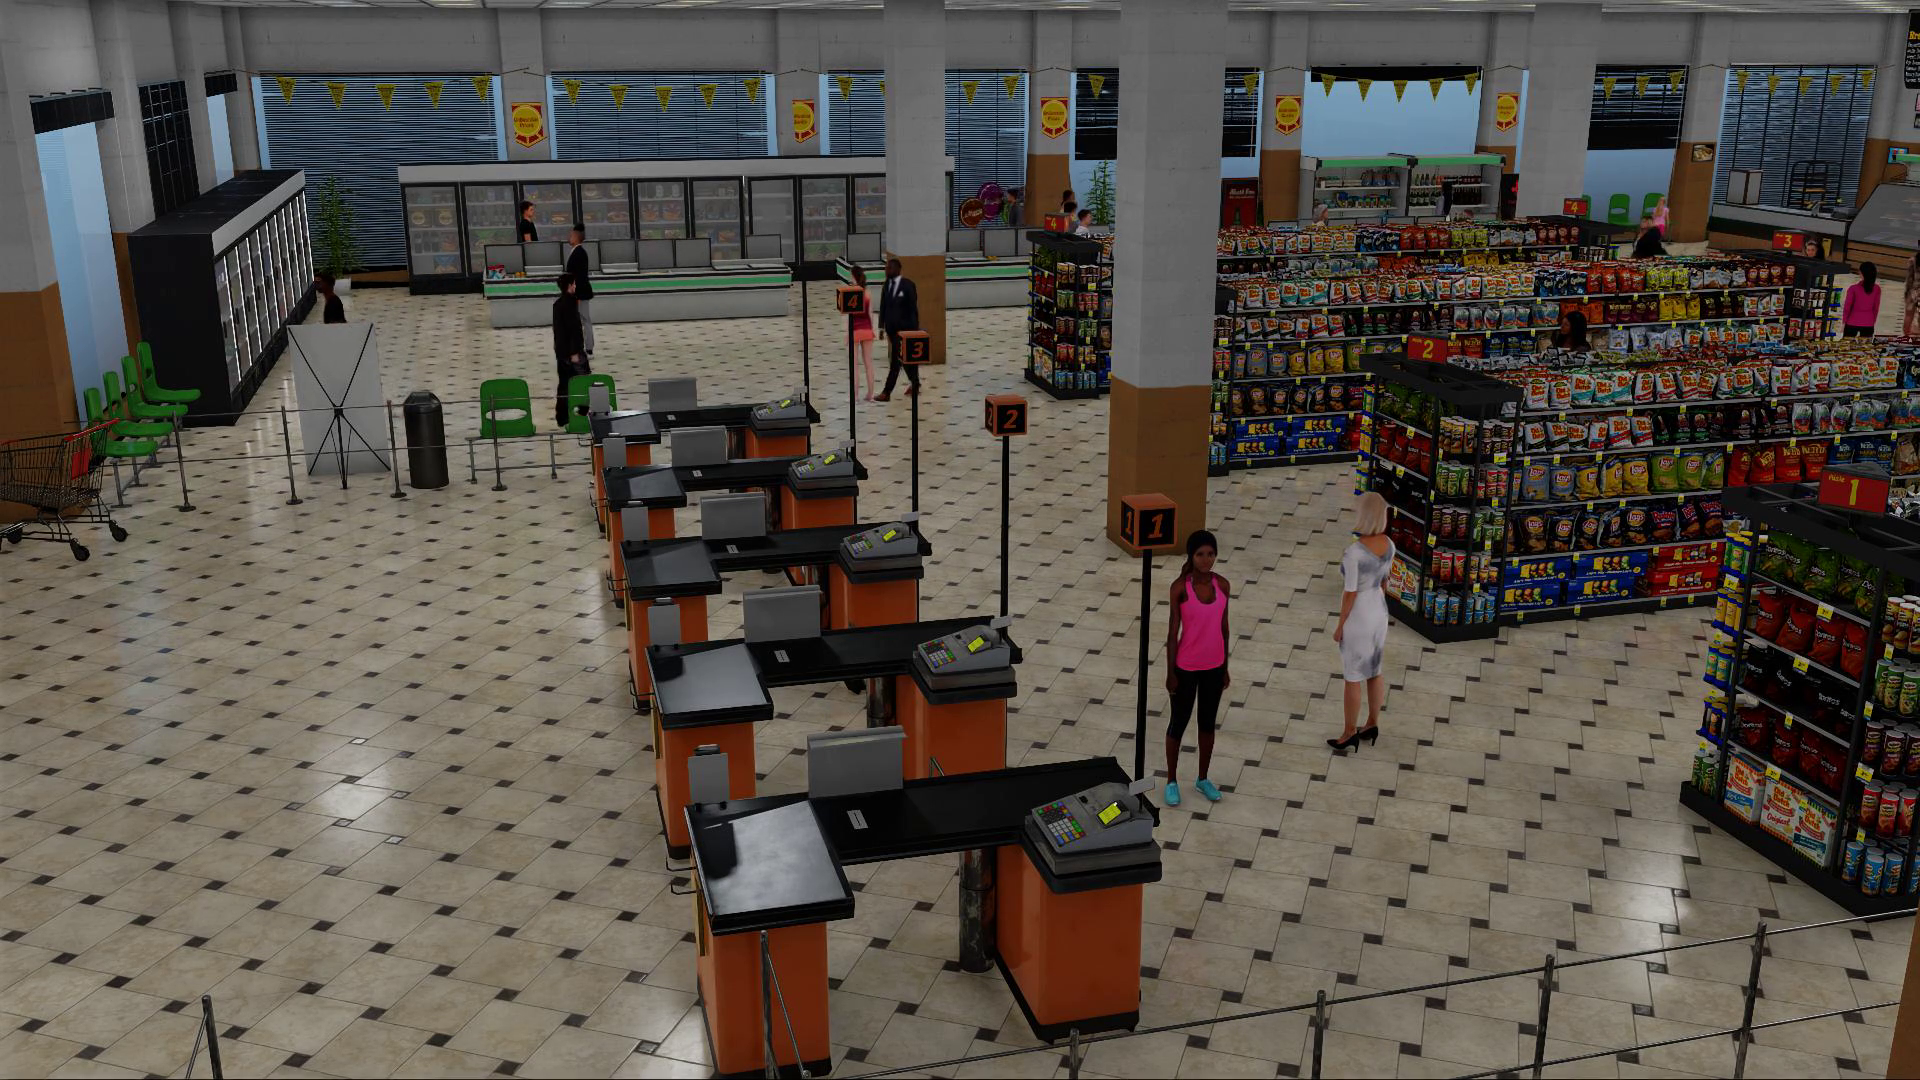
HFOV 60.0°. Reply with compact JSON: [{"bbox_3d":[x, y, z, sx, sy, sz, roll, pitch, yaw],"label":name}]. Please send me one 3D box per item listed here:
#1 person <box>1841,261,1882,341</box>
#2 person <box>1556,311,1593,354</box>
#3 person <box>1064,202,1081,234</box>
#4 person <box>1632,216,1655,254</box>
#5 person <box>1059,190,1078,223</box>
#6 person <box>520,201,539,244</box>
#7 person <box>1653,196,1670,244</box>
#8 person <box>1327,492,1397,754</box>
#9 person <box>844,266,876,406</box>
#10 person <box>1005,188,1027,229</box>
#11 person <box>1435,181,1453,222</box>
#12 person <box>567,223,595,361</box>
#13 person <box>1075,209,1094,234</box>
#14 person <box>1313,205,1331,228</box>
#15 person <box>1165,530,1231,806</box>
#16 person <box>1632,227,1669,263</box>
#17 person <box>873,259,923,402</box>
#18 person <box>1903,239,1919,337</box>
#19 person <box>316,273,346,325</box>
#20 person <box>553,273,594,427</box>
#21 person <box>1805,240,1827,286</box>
[{"bbox_3d":[11.860,-2.815,21.906,0.628,1.700,0.726,4,17,11],"label":"person"},{"bbox_3d":[6.253,-1.446,17.151,0.616,1.842,0.660,-6,18,-20],"label":"person"},{"bbox_3d":[1.729,-4.618,27.538,1.054,1.877,1.082,7,18,21],"label":"person"},{"bbox_3d":[11.446,-4.566,27.753,0.829,1.653,0.581,-5,17,-15],"label":"person"},{"bbox_3d":[1.884,-5.618,31.045,1.106,1.752,0.939,5,18,15],"label":"person"},{"bbox_3d":[-7.298,-4.813,28.205,0.585,1.862,0.678,-3,17,-11],"label":"person"},{"bbox_3d":[14.838,-6.647,35.301,0.849,1.248,0.954,11,20,33],"label":"person"},{"bbox_3d":[2.628,0.528,10.807,0.549,1.752,0.683,-12,20,-33],"label":"person"},{"bbox_3d":[-1.283,-2.613,21.149,0.578,1.752,0.692,-11,20,-32],"label":"person"},{"bbox_3d":[1.165,-5.574,30.777,0.955,1.825,0.764,-1,17,-4],"label":"person"},{"bbox_3d":[9.748,-6.387,33.630,0.607,1.722,0.735,-14,22,-39],"label":"person"},{"bbox_3d":[-5.468,-3.593,24.039,0.630,1.948,0.729,-2,17,-7],"label":"person"},{"bbox_3d":[1.973,-4.427,26.954,0.610,1.850,0.686,-2,17,-5],"label":"person"},{"bbox_3d":[6.217,-4.937,28.833,0.601,1.735,0.635,-2,17,-5],"label":"person"},{"bbox_3d":[1.438,0.763,10.079,0.482,1.723,0.620,-4,17,-12],"label":"person"},{"bbox_3d":[10.185,-3.725,24.735,1.184,1.797,1.098,5,18,15],"label":"person"},{"bbox_3d":[-0.738,-2.688,21.355,1.147,1.775,1.335,14,22,39],"label":"person"},{"bbox_3d":[13.827,-3.452,23.913,1.087,1.751,1.080,7,18,23],"label":"person"},{"bbox_3d":[-7.447,-2.327,20.150,0.824,1.784,0.650,-3,17,-11],"label":"person"},{"bbox_3d":[-4.725,-2.230,19.768,0.843,1.821,0.823,-9,19,-28],"label":"person"},{"bbox_3d":[11.841,-3.285,23.290,0.950,1.794,0.975,6,18,18],"label":"person"}]
